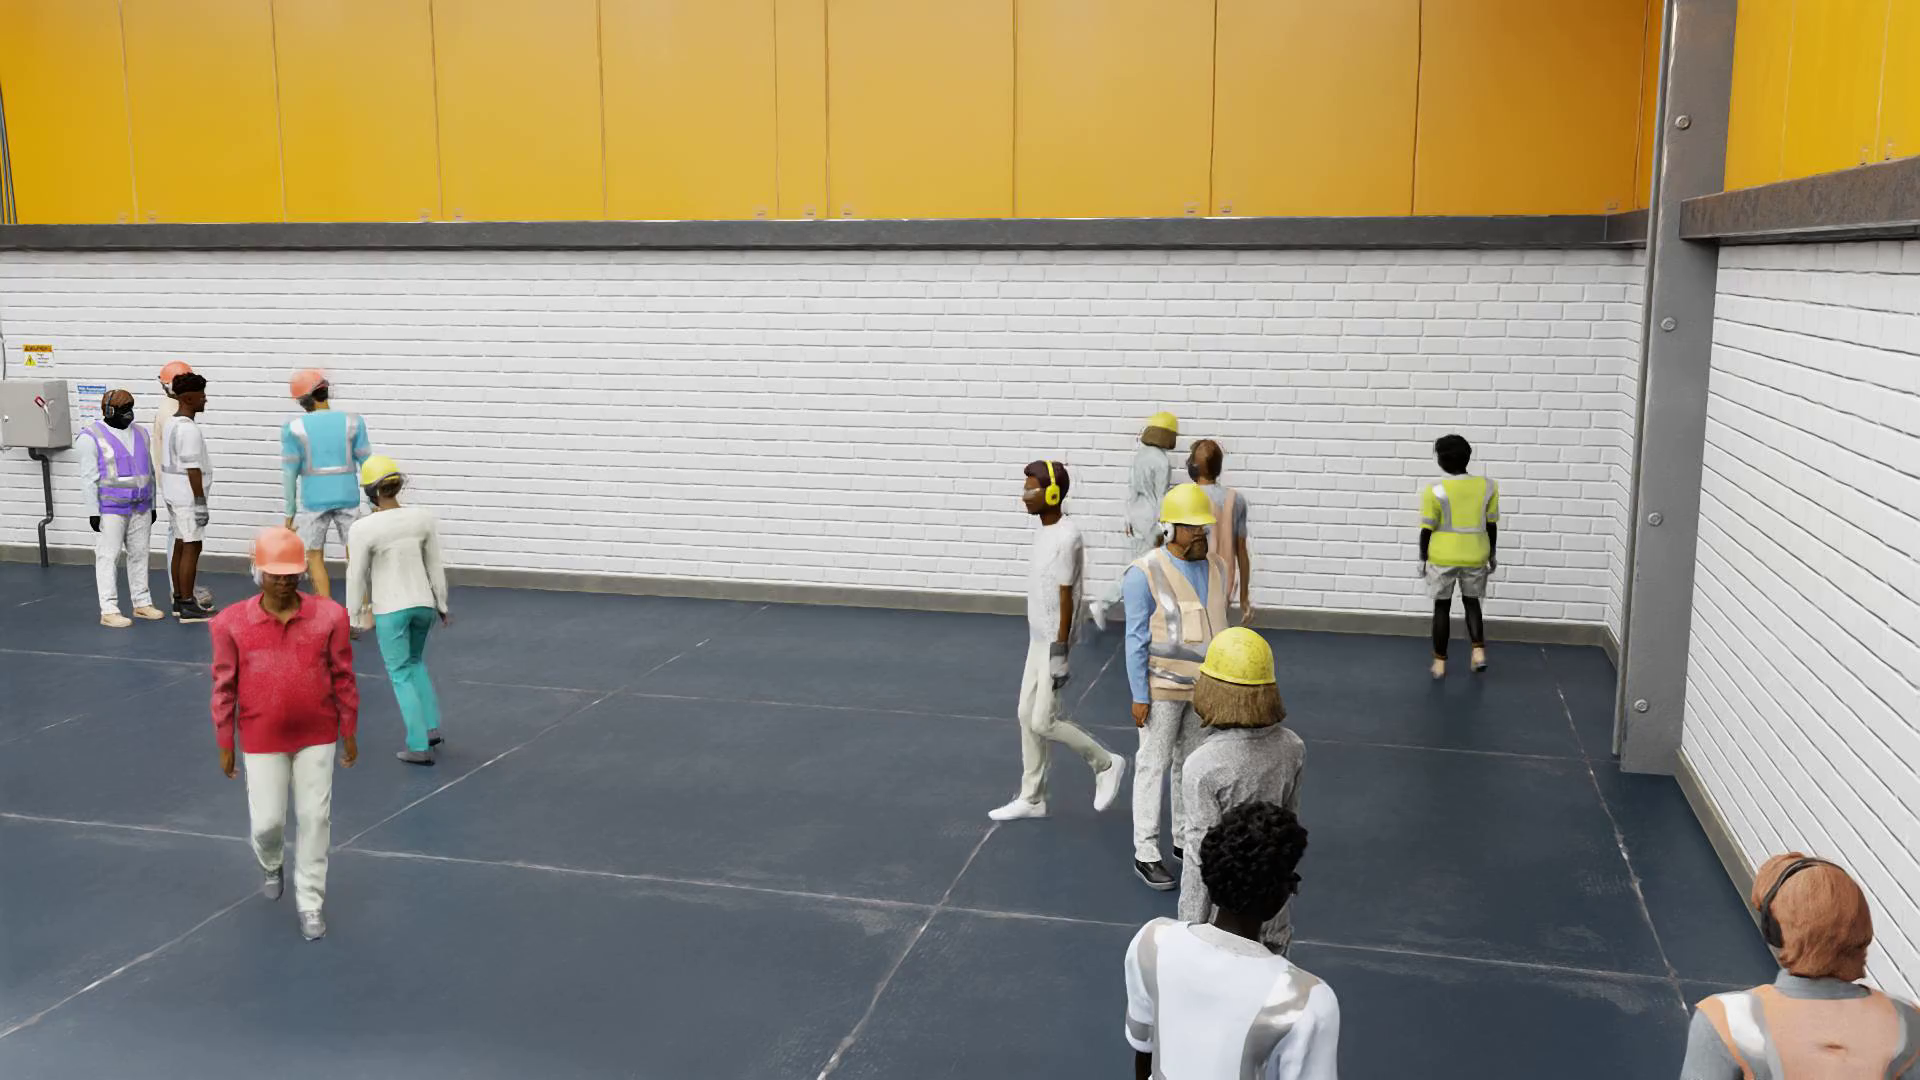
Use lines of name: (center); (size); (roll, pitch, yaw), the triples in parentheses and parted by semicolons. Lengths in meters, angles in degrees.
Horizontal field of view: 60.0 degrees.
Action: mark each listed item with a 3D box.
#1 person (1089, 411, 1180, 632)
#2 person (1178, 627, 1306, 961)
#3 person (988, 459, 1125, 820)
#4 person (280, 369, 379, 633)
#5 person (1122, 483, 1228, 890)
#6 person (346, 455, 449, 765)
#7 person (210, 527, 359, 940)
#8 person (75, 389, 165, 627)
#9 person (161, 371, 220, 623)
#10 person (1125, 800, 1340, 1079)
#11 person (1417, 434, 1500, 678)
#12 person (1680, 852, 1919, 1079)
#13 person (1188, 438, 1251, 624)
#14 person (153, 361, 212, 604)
person: (1.345, -0.123, 12.518); (0.783, 1.691, 0.543); (-3, 10, -16)
person: (0.825, 1.121, 5.048); (0.487, 1.744, 0.296); (-8, 12, -39)
person: (0.492, 0.515, 8.303); (0.609, 1.852, 0.546); (-3, 10, -17)
person: (-4.729, -0.275, 12.532); (0.694, 1.995, 0.448); (-5, 11, -28)
person: (1.009, 0.650, 7.554); (0.589, 1.834, 0.403); (-7, 12, -36)
person: (-3.148, 0.391, 9.336); (0.466, 1.736, 0.547); (7, 12, 36)
person: (-2.831, 0.787, 7.011); (0.573, 1.736, 0.496); (-5, 11, -28)
person: (-6.477, -0.250, 12.874); (0.430, 1.838, 0.632); (5, 11, 25)
person: (-6.033, -0.339, 13.028); (0.387, 1.956, 0.605); (-7, 12, -34)
person: (0.585, 1.390, 3.627); (0.542, 1.685, 0.320); (9, 13, 42)
person: (3.328, 0.116, 11.151); (0.558, 1.673, 0.373); (-1, 10, -4)
person: (1.713, 1.452, 3.441); (0.523, 1.631, 0.313); (-1, 10, -6)
person: (1.451, 0.304, 9.726); (0.522, 1.798, 0.998); (-5, 11, -28)
person: (-6.416, -0.478, 13.721); (0.396, 1.992, 0.623); (-4, 11, -24)
